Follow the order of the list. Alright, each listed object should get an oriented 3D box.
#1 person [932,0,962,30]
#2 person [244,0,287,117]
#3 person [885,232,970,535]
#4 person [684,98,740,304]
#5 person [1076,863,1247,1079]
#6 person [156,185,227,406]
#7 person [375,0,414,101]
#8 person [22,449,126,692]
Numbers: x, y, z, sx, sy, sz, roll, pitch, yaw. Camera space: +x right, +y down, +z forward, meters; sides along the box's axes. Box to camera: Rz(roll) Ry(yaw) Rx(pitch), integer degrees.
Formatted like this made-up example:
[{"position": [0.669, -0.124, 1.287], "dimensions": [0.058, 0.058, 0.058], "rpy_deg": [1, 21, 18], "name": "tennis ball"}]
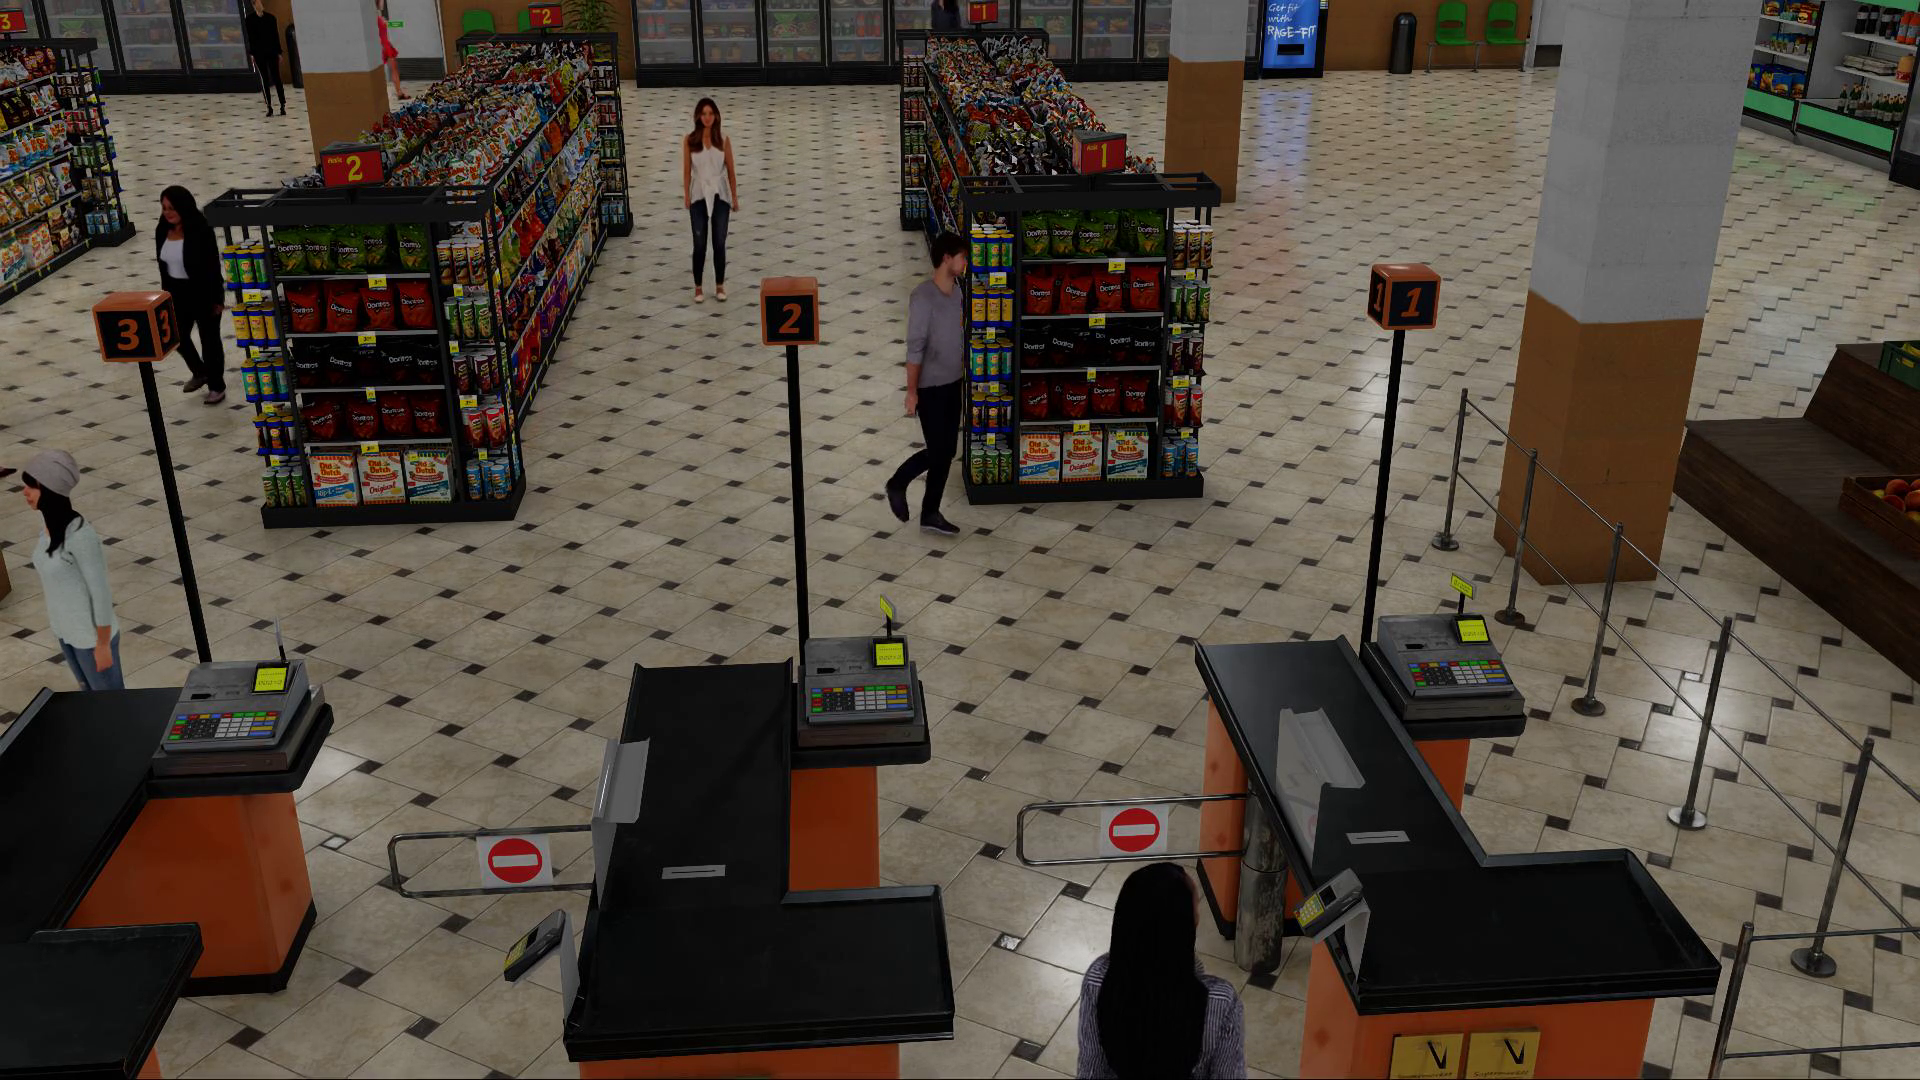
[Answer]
[{"position": [-0.158, -7.652, 25.469], "dimensions": [0.985, 1.734, 1.139], "rpy_deg": [10, 25, 21], "name": "person"}, {"position": [-10.012, -6.984, 23.981], "dimensions": [0.696, 1.705, 0.696], "rpy_deg": [-16, 28, -31], "name": "person"}, {"position": [-0.207, -0.930, 10.014], "dimensions": [0.956, 1.811, 0.891], "rpy_deg": [17, 29, 34], "name": "person"}, {"position": [-2.241, -3.050, 14.897], "dimensions": [0.651, 1.780, 0.615], "rpy_deg": [-5, 24, -12], "name": "person"}, {"position": [0.509, 1.591, 4.363], "dimensions": [0.664, 1.722, 0.662], "rpy_deg": [9, 25, 20], "name": "person"}, {"position": [-5.648, -1.836, 12.331], "dimensions": [0.688, 1.612, 0.697], "rpy_deg": [1, 24, 3], "name": "person"}, {"position": [-8.851, -7.385, 25.085], "dimensions": [0.668, 1.553, 1.013], "rpy_deg": [-3, 24, -7], "name": "person"}, {"position": [-3.794, 0.382, 7.223], "dimensions": [0.629, 1.644, 0.698], "rpy_deg": [20, 31, 38], "name": "person"}]
